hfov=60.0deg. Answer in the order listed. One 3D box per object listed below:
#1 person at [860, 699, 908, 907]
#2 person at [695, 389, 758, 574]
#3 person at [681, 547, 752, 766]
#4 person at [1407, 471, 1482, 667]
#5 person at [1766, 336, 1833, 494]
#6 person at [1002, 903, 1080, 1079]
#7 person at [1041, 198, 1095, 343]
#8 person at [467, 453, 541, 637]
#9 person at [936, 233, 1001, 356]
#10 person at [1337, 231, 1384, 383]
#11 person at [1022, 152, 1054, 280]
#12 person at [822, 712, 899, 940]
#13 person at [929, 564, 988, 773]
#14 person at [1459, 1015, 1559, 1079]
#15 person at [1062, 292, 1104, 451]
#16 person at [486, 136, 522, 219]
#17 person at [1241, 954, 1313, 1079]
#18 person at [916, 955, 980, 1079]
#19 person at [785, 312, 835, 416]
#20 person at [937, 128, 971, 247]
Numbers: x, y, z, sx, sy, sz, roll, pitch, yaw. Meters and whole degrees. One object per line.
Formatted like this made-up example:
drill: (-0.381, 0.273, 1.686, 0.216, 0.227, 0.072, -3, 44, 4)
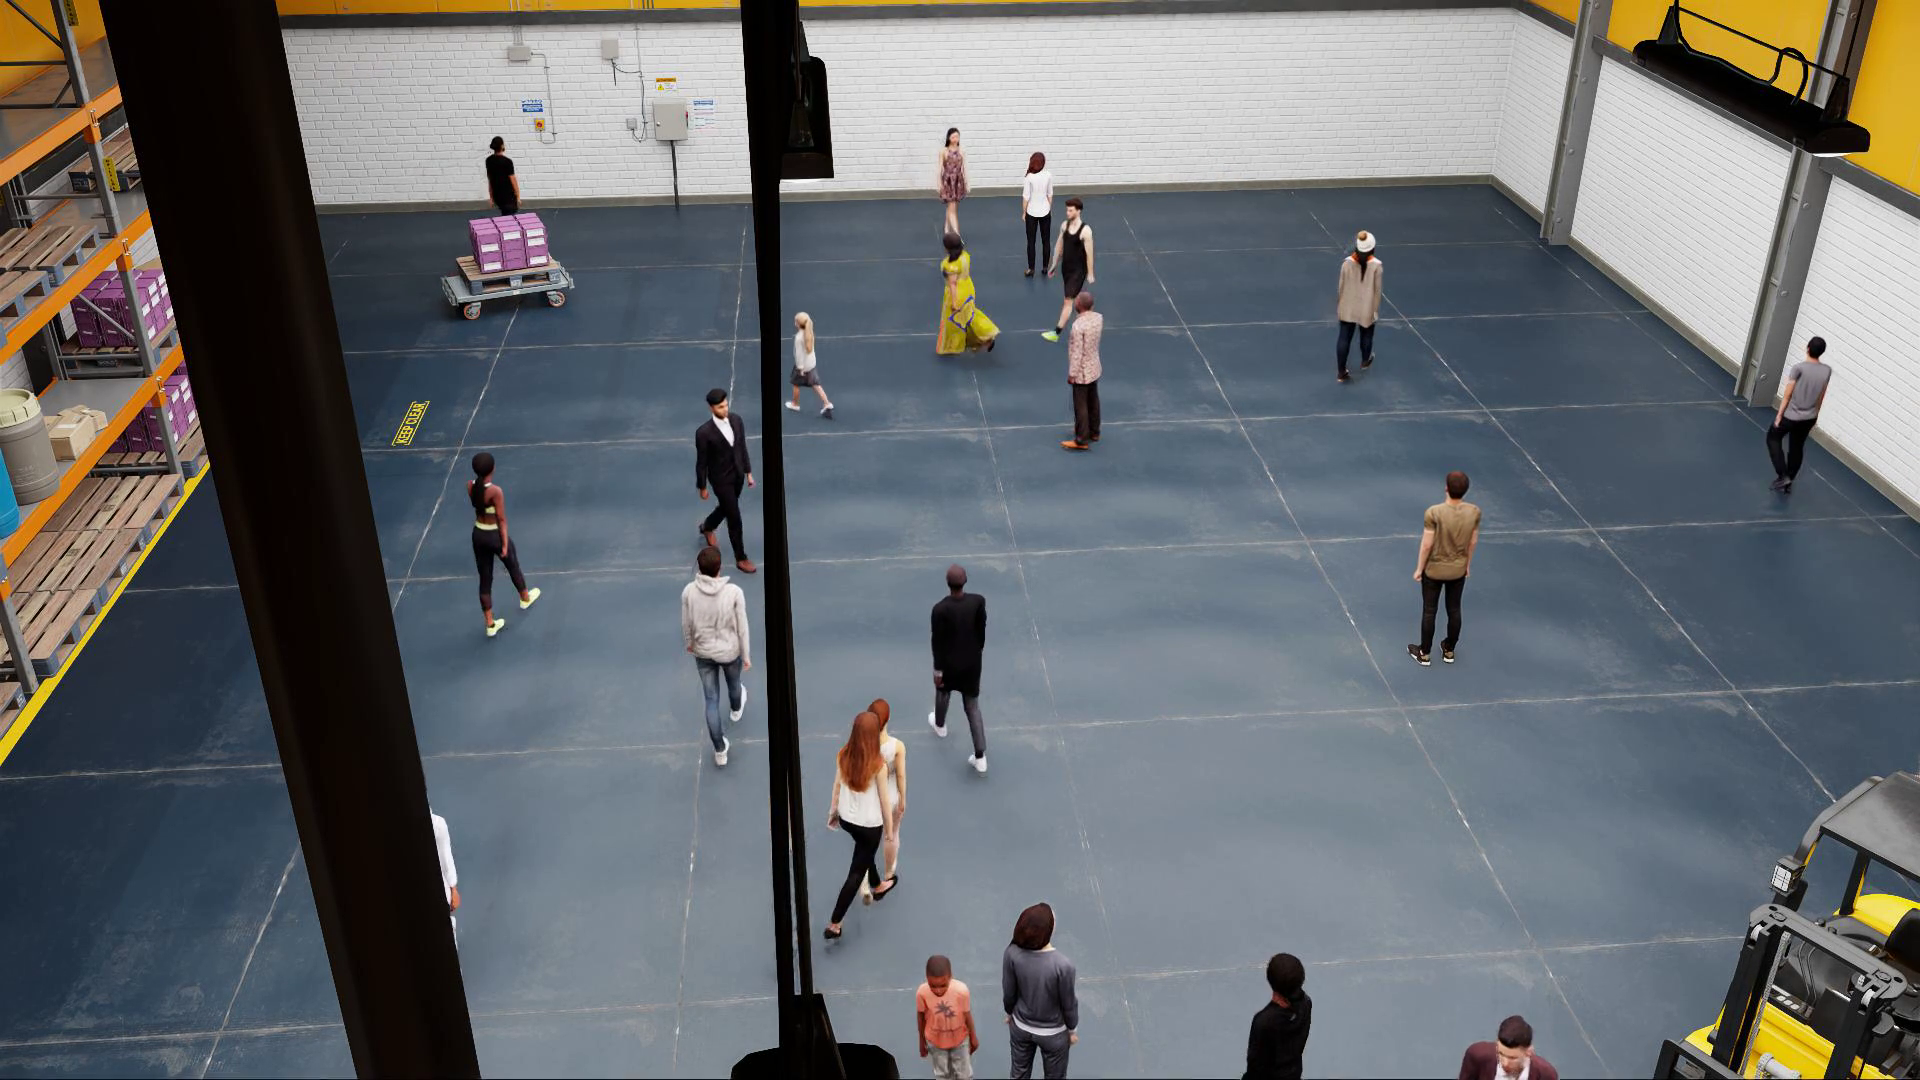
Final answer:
person: (-0.582, 1.874, 11.777, 0.643, 1.624, 0.933, 3, 29, 5)
person: (-2.318, -0.629, 16.131, 1.254, 1.849, 1.188, 22, 35, 34)
person: (-1.952, 0.959, 13.256, 0.718, 1.815, 1.132, -1, 29, -2)
person: (4.238, 0.245, 14.526, 0.645, 1.851, 0.548, -3, 29, -5)
person: (8.808, -1.266, 17.412, 0.628, 1.740, 0.676, -3, 29, -5)
person: (0.472, 2.861, 9.819, 0.687, 1.768, 0.677, 11, 30, 19)
person: (1.527, -3.479, 21.364, 1.146, 1.841, 1.206, -20, 35, -33)
person: (-4.274, 0.071, 14.981, 0.803, 1.721, 1.067, 8, 30, 14)
person: (0.046, -3.011, 20.727, 1.084, 1.629, 1.113, 14, 32, 24)
person: (4.772, -2.797, 20.095, 1.047, 1.858, 1.175, 15, 32, 25)
person: (1.104, -4.571, 23.414, 0.651, 1.795, 0.593, -9, 30, -16)
person: (-0.728, 2.002, 11.477, 1.076, 1.687, 1.153, 19, 34, 30)
person: (0.028, 1.046, 13.200, 0.894, 1.715, 1.245, -11, 30, -19)
person: (2.894, 3.233, 9.065, 0.997, 1.835, 1.223, 11, 30, 19)
person: (1.397, -1.895, 18.494, 0.837, 1.808, 0.758, 19, 34, 31)
person: (-6.671, -4.948, 24.169, 0.986, 1.734, 1.146, 14, 32, 24)
person: (1.856, 3.092, 9.503, 0.717, 1.663, 0.776, -18, 33, -29)
person: (-0.069, 2.960, 10.128, 0.592, 1.297, 0.691, 1, 29, 3)
person: (-1.744, -2.040, 19.337, 0.888, 1.256, 0.867, 19, 34, 31)
person: (-0.144, -5.258, 24.745, 0.850, 1.726, 1.217, -11, 30, -19)
